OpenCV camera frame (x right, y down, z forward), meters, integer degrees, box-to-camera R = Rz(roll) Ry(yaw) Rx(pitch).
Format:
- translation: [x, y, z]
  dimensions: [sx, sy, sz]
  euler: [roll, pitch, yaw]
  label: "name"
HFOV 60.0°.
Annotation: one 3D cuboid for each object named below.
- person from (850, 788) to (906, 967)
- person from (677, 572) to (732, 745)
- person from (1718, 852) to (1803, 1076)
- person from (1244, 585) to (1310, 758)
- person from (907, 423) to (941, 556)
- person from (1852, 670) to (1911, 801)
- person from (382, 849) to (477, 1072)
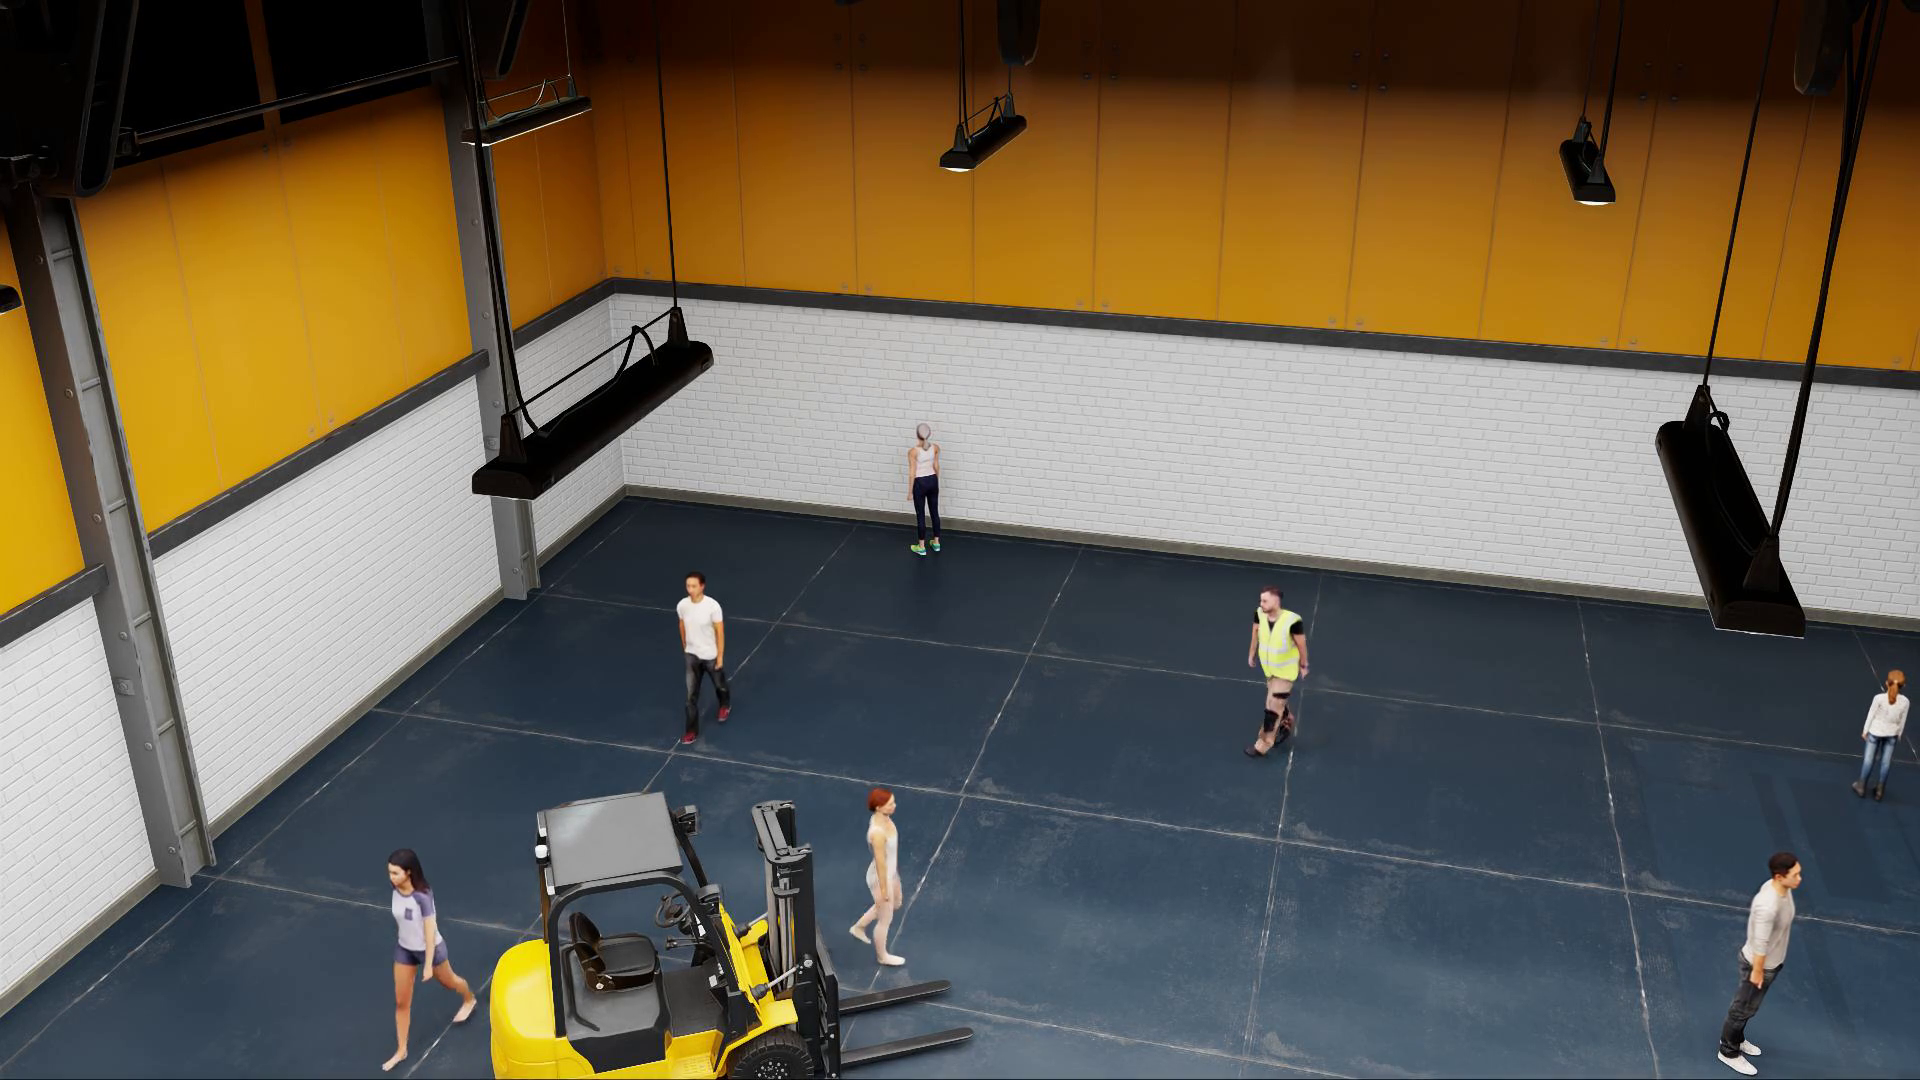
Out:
- translation: [-0.698, 2.684, 13.255]
  dimensions: [0.670, 1.636, 0.664]
  euler: [2, 24, 4]
  label: "person"
- translation: [-2.520, 1.111, 16.701]
  dimensions: [0.719, 1.757, 1.164]
  euler: [4, 24, 9]
  label: "person"
- translation: [5.863, 3.054, 12.189]
  dimensions: [0.782, 1.811, 0.619]
  euler: [16, 28, 33]
  label: "person"
- translation: [3.198, 1.249, 16.349]
  dimensions: [1.055, 1.787, 1.175]
  euler: [20, 31, 38]
  label: "person"
- translation: [-0.434, -0.647, 20.793]
  dimensions: [0.676, 1.701, 0.734]
  euler: [-13, 27, -27]
  label: "person"
- translation: [8.672, 1.828, 15.616]
  dimensions: [0.483, 1.313, 0.497]
  euler: [7, 25, 17]
  label: "person"
- translation: [-3.948, 3.026, 12.403]
  dimensions: [0.740, 1.691, 1.177]
  euler: [11, 26, 24]
  label: "person"
